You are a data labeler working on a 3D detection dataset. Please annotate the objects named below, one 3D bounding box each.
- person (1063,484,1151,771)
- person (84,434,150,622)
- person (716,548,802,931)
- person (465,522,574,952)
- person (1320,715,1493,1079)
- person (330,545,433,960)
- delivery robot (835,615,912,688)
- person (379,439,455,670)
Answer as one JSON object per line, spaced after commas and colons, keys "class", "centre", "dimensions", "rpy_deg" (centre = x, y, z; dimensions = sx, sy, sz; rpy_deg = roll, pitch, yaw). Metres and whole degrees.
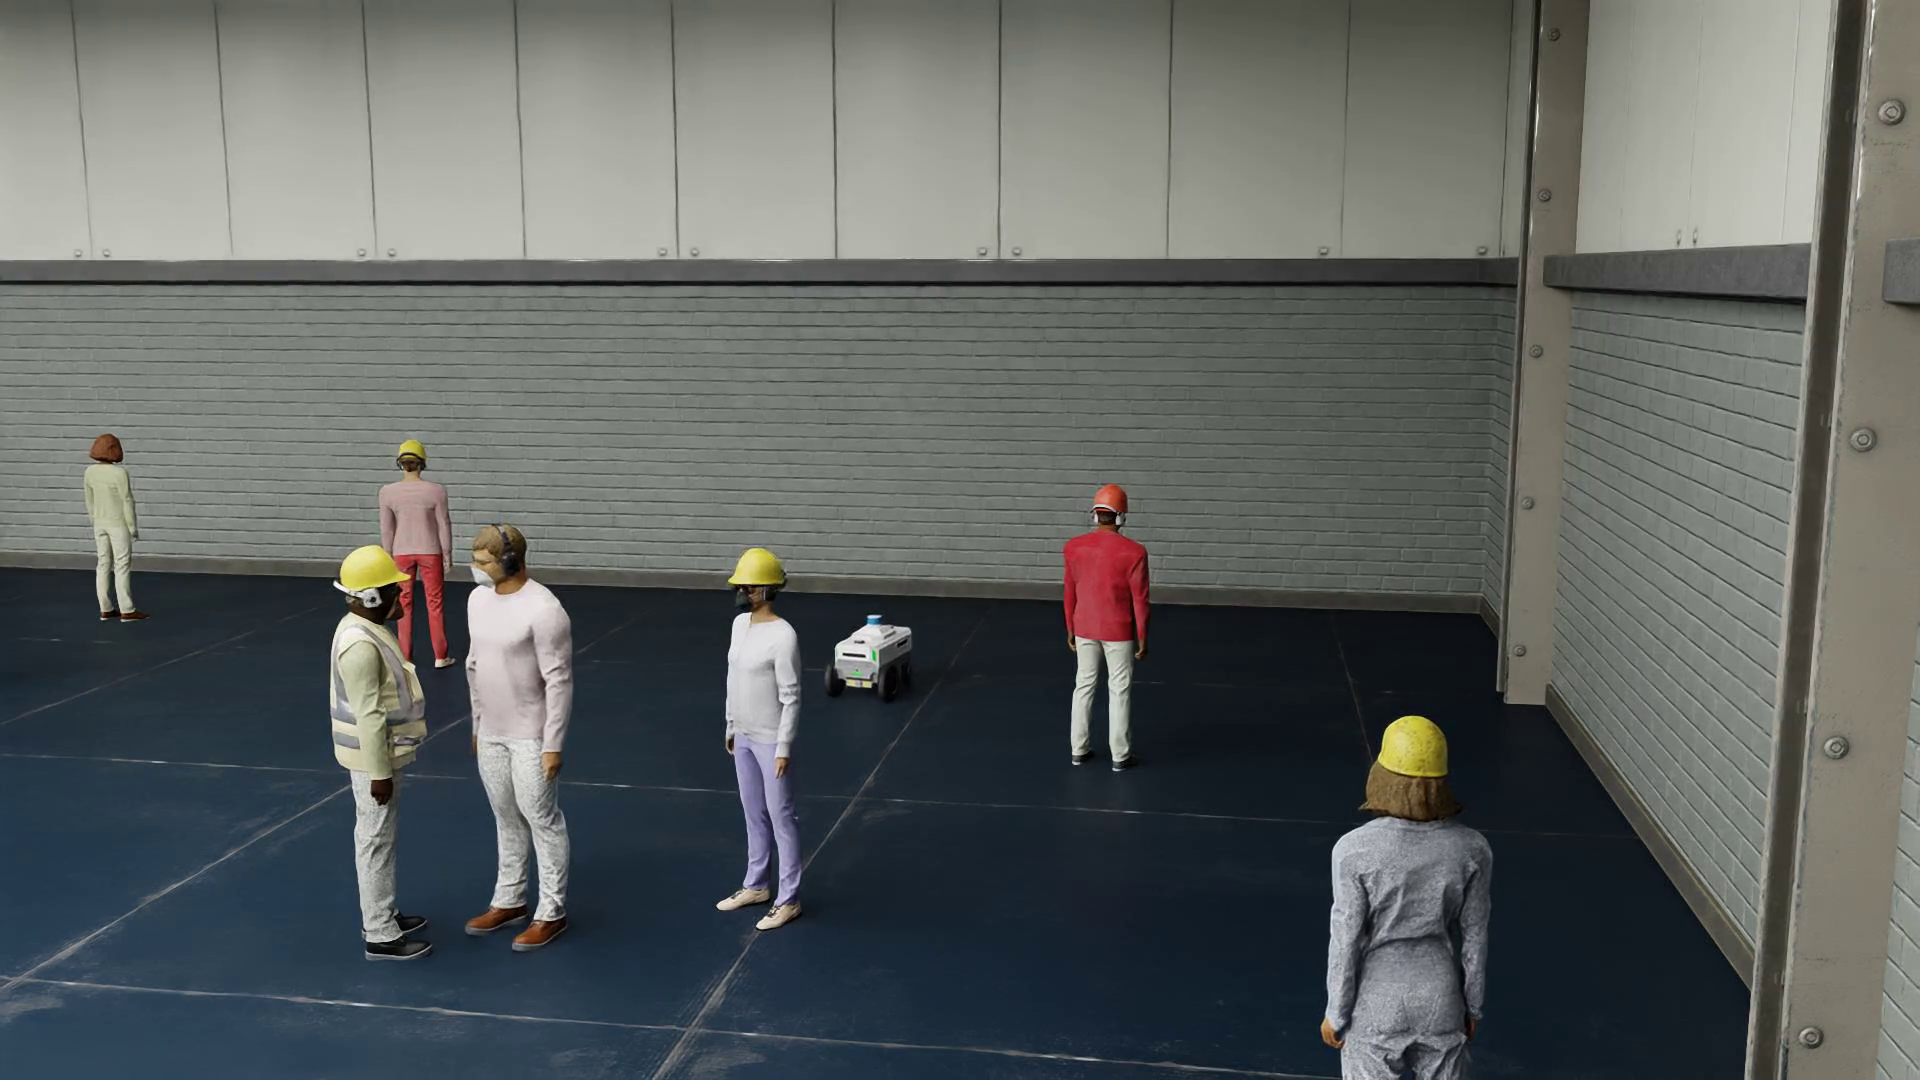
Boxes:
{"class": "person", "centre": [0.904, 0.528, 10.154], "dimensions": [0.568, 1.743, 0.350], "rpy_deg": [5, 11, 29]}
{"class": "person", "centre": [-7.327, -0.106, 14.401], "dimensions": [0.499, 1.633, 0.286], "rpy_deg": [3, 10, 20]}
{"class": "person", "centre": [-0.925, 0.911, 7.717], "dimensions": [0.303, 1.772, 0.525], "rpy_deg": [-8, 12, -39]}
{"class": "person", "centre": [-1.983, 0.870, 7.462], "dimensions": [0.629, 1.934, 0.378], "rpy_deg": [7, 12, 38]}
{"class": "person", "centre": [1.310, 1.374, 4.938], "dimensions": [0.494, 1.743, 0.305], "rpy_deg": [-1, 9, -7]}
{"class": "person", "centre": [-2.564, 0.933, 7.370], "dimensions": [0.404, 1.837, 0.592], "rpy_deg": [-3, 10, -20]}
{"class": "delivery robot", "centre": [-0.615, 0.783, 11.950], "dimensions": [0.477, 0.478, 0.707], "rpy_deg": [4, 10, 21]}
{"class": "person", "centre": [-4.113, 0.119, 12.624], "dimensions": [0.522, 1.765, 0.317], "rpy_deg": [-1, 9, -6]}
